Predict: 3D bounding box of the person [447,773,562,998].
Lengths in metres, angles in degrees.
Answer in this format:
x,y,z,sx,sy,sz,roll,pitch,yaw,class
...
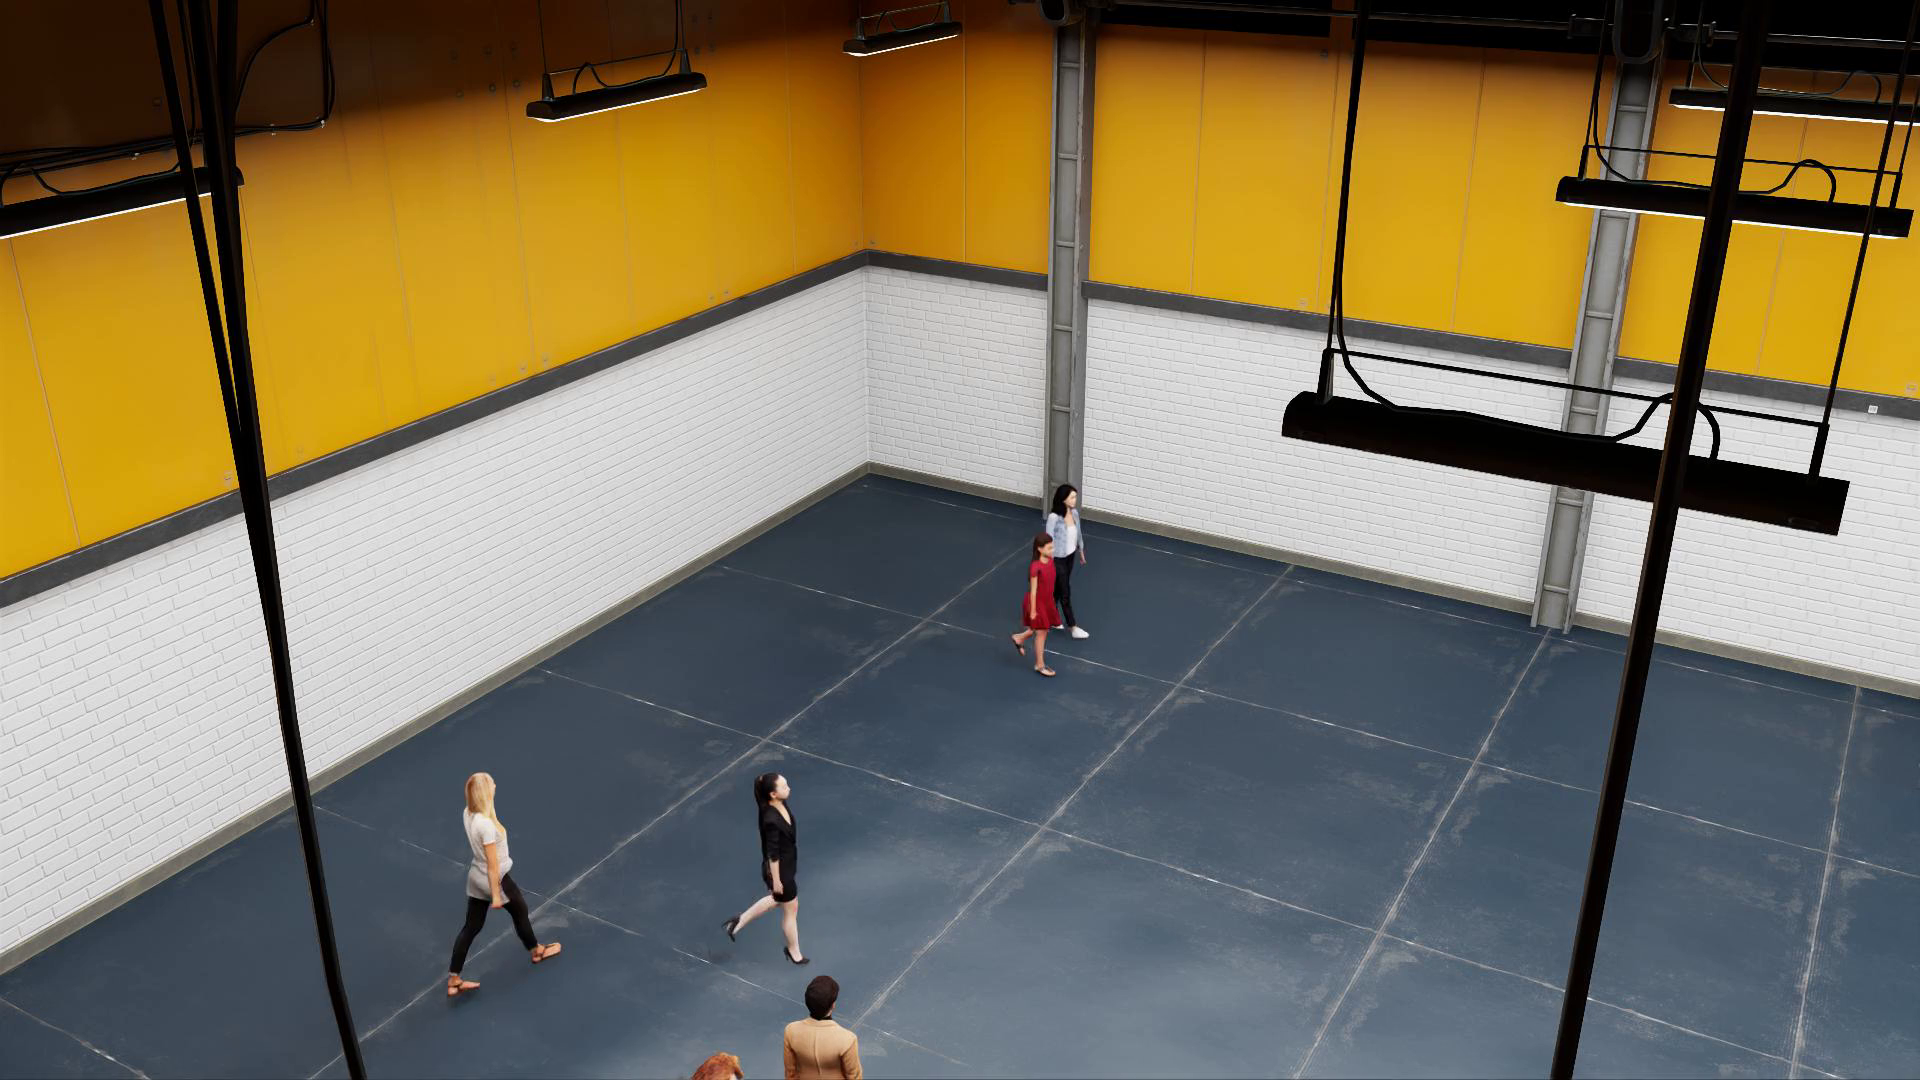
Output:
x,y,z,sx,sy,sz,roll,pitch,yaw,class
-3.552,2.566,12.229,0.898,1.779,1.173,-21,31,-39,person

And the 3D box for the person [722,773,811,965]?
x,y,z,sx,sy,sz,roll,pitch,yaw,class
-1.446,2.490,12.526,1.001,1.680,0.846,1,24,2,person

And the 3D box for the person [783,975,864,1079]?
x,y,z,sx,sy,sz,roll,pitch,yaw,class
-0.849,3.441,10.292,0.673,1.727,0.789,4,24,9,person

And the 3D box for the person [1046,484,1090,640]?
x,y,z,sx,sy,sz,roll,pitch,yaw,class
1.041,0.189,17.778,0.967,1.690,0.737,21,31,39,person

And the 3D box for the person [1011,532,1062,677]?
x,y,z,sx,sy,sz,roll,pitch,yaw,class
0.759,0.622,16.978,0.834,1.538,0.577,16,28,33,person
